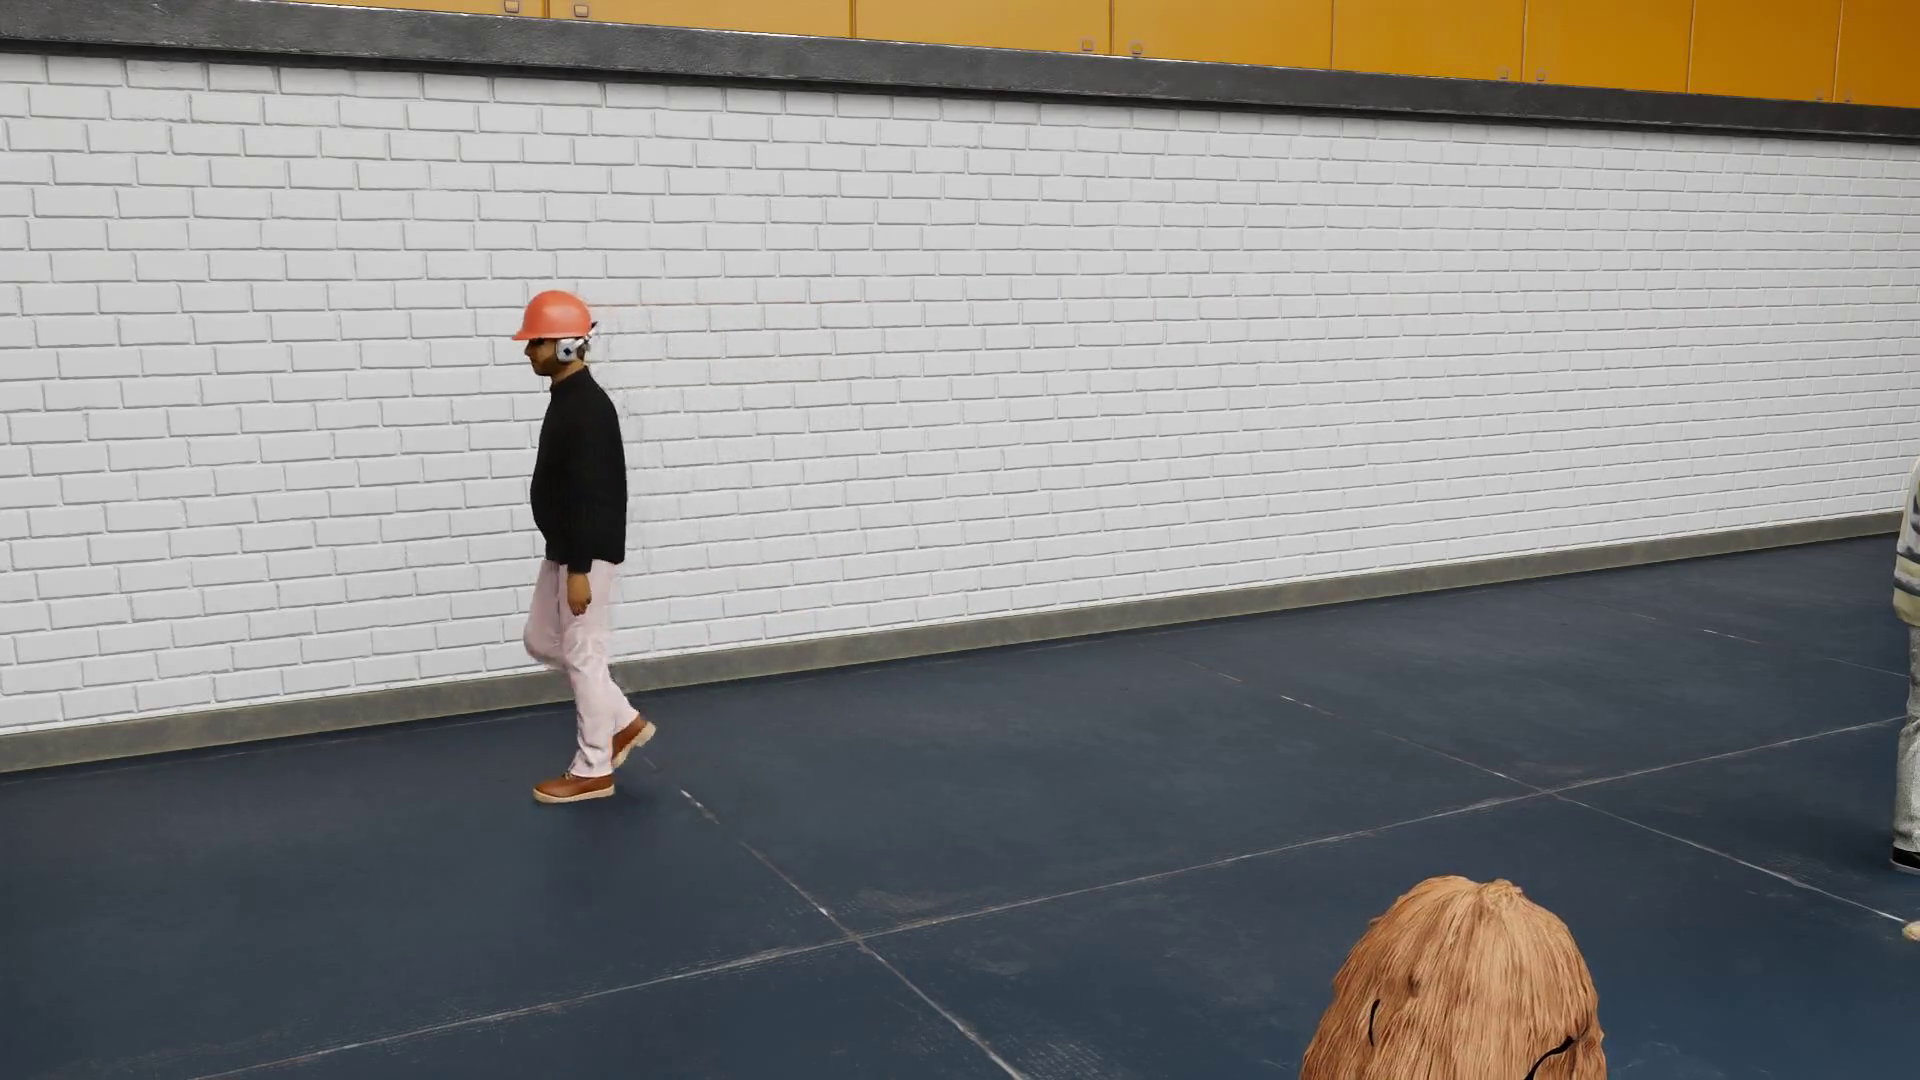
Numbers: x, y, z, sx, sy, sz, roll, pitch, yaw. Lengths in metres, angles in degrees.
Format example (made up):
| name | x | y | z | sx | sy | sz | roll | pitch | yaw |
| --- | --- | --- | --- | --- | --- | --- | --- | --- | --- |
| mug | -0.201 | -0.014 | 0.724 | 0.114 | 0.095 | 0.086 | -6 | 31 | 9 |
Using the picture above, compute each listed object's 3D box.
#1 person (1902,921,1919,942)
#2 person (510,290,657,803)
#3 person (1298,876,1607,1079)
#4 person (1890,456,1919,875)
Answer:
| name | x | y | z | sx | sy | sz | roll | pitch | yaw |
| --- | --- | --- | --- | --- | --- | --- | --- | --- | --- |
| person | 3.108 | 0.296 | 4.736 | 0.534 | 2.000 | 0.749 | -1 | 10 | -6 |
| person | -1.486 | 0.038 | 6.392 | 0.430 | 1.980 | 0.643 | -4 | 10 | -20 |
| person | 0.396 | 1.077 | 1.419 | 0.497 | 1.633 | 0.288 | 8 | 12 | 37 |
| person | 3.401 | 0.246 | 5.655 | 0.403 | 1.827 | 0.589 | 7 | 12 | 36 |
